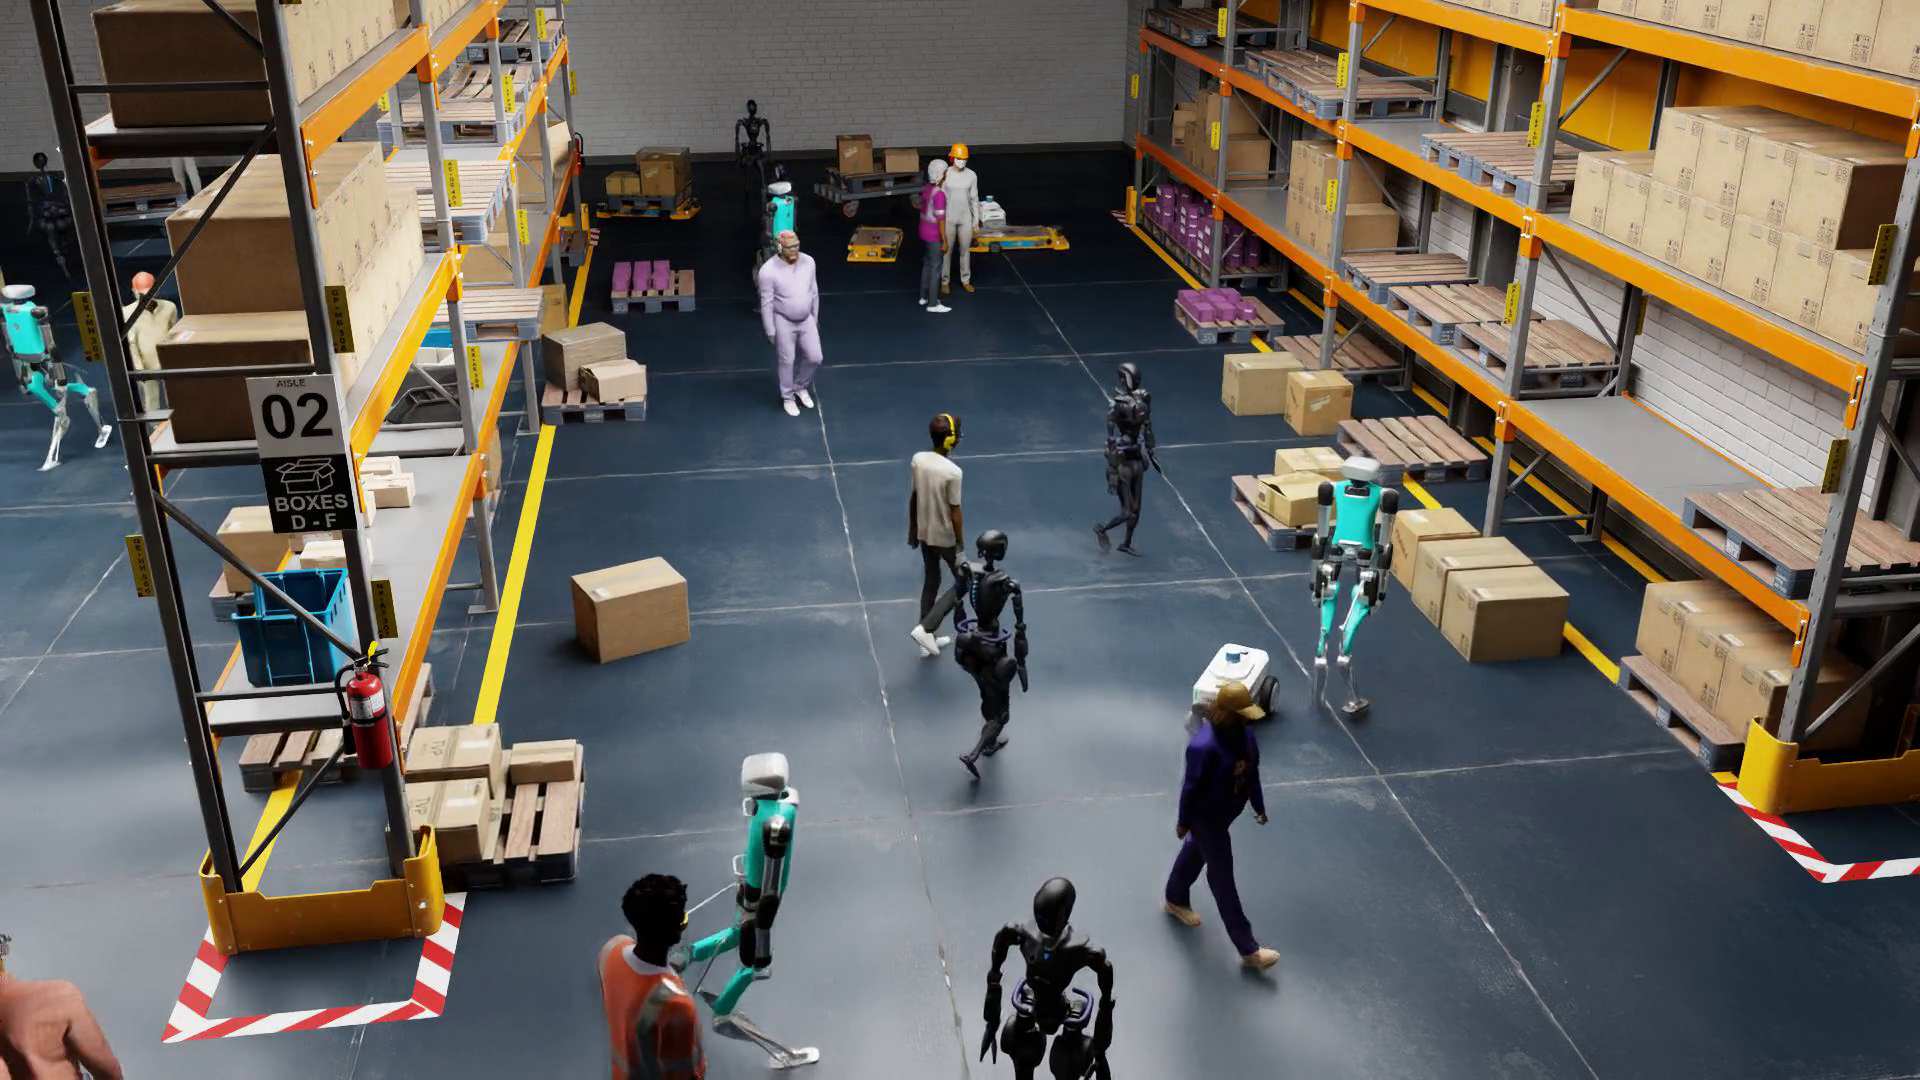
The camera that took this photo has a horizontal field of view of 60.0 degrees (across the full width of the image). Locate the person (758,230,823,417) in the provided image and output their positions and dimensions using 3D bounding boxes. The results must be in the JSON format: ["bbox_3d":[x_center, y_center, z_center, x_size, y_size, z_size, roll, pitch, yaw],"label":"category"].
[{"bbox_3d":[-1.660,-2.155,16.572,0.666,1.887,0.461,-15,28,-31],"label":"person"}]

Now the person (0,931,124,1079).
[{"bbox_3d":[-3.572,2.274,6.404,0.623,1.952,0.938,-4,24,-8],"label":"person"}]

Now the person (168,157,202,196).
[{"bbox_3d":[-11.912,-5.982,25.374,0.695,1.835,0.437,4,24,9],"label":"person"}]

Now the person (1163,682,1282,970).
[{"bbox_3d":[1.413,1.458,8.718,0.851,1.569,0.460,20,31,38],"label":"person"}]

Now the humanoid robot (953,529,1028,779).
[{"bbox_3d":[0.140,0.688,10.391,0.609,1.632,0.645,19,30,36],"label":"humanoid robot"}]

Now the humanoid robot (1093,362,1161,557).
[{"bbox_3d":[1.353,-0.652,13.418,0.390,1.649,0.589,20,30,37],"label":"humanoid robot"}]

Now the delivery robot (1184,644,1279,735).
[{"bbox_3d":[1.799,0.983,11.070,0.513,0.584,0.744,11,26,23],"label":"delivery robot"}]

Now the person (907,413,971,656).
[{"bbox_3d":[-0.157,-0.011,11.738,0.460,1.849,0.624,-20,31,-38],"label":"person"}]

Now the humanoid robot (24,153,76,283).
[{"bbox_3d":[-11.778,-4.175,21.464,0.700,1.636,0.602,17,29,34],"label":"humanoid robot"}]

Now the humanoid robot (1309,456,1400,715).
[{"bbox_3d":[2.527,0.425,10.993,0.530,1.853,0.805,9,25,20],"label":"humanoid robot"}]

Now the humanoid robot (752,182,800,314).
[{"bbox_3d":[-2.251,-3.359,19.519,1.045,1.725,0.541,15,28,30],"label":"humanoid robot"}]

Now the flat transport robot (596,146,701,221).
[{"bbox_3d":[-4.694,-5.004,25.079,1.431,0.231,0.659,2,24,5],"label":"flat transport robot"}]

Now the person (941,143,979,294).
[{"bbox_3d":[-0.031,-4.025,20.843,0.568,1.889,0.391,-5,24,-11],"label":"person"}]

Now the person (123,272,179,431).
[{"bbox_3d":[-7.586,-1.701,15.763,0.575,1.701,0.900,-20,31,-39],"label":"person"}]

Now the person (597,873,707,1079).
[{"bbox_3d":[-1.257,2.197,6.593,0.786,1.944,0.606,-17,29,-34],"label":"person"}]

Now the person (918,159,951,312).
[{"bbox_3d":[-0.307,-3.672,20.090,0.369,1.841,0.605,-10,26,-22],"label":"person"}]

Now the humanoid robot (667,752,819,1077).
[{"bbox_3d":[-1.163,1.825,7.756,0.932,1.772,0.542,-4,24,-9],"label":"humanoid robot"}]

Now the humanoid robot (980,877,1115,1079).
[{"bbox_3d":[0.374,2.112,7.109,0.601,1.644,0.392,8,25,18],"label":"humanoid robot"}]

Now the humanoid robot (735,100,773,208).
[{"bbox_3d":[-3.134,-5.835,25.239,0.596,1.639,0.610,-9,25,-20],"label":"humanoid robot"}]

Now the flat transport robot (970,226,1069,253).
[{"bbox_3d":[0.771,-4.206,23.259,1.431,0.231,0.659,-3,24,-6],"label":"flat transport robot"}]

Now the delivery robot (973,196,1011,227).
[{"bbox_3d":[0.425,-4.625,23.863,0.519,0.598,0.770,-4,24,-9],"label":"delivery robot"}]

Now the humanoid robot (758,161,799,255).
[{"bbox_3d":[-2.312,-3.980,21.027,0.420,1.647,0.614,19,30,37],"label":"humanoid robot"}]

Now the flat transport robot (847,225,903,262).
[{"bbox_3d":[-1.164,-4.094,23.006,0.659,0.231,1.431,1,24,2],"label":"flat transport robot"}]

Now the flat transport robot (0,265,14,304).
[{"bbox_3d":[-11.880,-2.591,19.580,0.659,0.231,1.431,14,27,29],"label":"flat transport robot"}]

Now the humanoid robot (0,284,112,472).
[{"bbox_3d":[-8.388,-1.588,15.525,0.532,1.776,1.018,6,24,13],"label":"humanoid robot"}]
